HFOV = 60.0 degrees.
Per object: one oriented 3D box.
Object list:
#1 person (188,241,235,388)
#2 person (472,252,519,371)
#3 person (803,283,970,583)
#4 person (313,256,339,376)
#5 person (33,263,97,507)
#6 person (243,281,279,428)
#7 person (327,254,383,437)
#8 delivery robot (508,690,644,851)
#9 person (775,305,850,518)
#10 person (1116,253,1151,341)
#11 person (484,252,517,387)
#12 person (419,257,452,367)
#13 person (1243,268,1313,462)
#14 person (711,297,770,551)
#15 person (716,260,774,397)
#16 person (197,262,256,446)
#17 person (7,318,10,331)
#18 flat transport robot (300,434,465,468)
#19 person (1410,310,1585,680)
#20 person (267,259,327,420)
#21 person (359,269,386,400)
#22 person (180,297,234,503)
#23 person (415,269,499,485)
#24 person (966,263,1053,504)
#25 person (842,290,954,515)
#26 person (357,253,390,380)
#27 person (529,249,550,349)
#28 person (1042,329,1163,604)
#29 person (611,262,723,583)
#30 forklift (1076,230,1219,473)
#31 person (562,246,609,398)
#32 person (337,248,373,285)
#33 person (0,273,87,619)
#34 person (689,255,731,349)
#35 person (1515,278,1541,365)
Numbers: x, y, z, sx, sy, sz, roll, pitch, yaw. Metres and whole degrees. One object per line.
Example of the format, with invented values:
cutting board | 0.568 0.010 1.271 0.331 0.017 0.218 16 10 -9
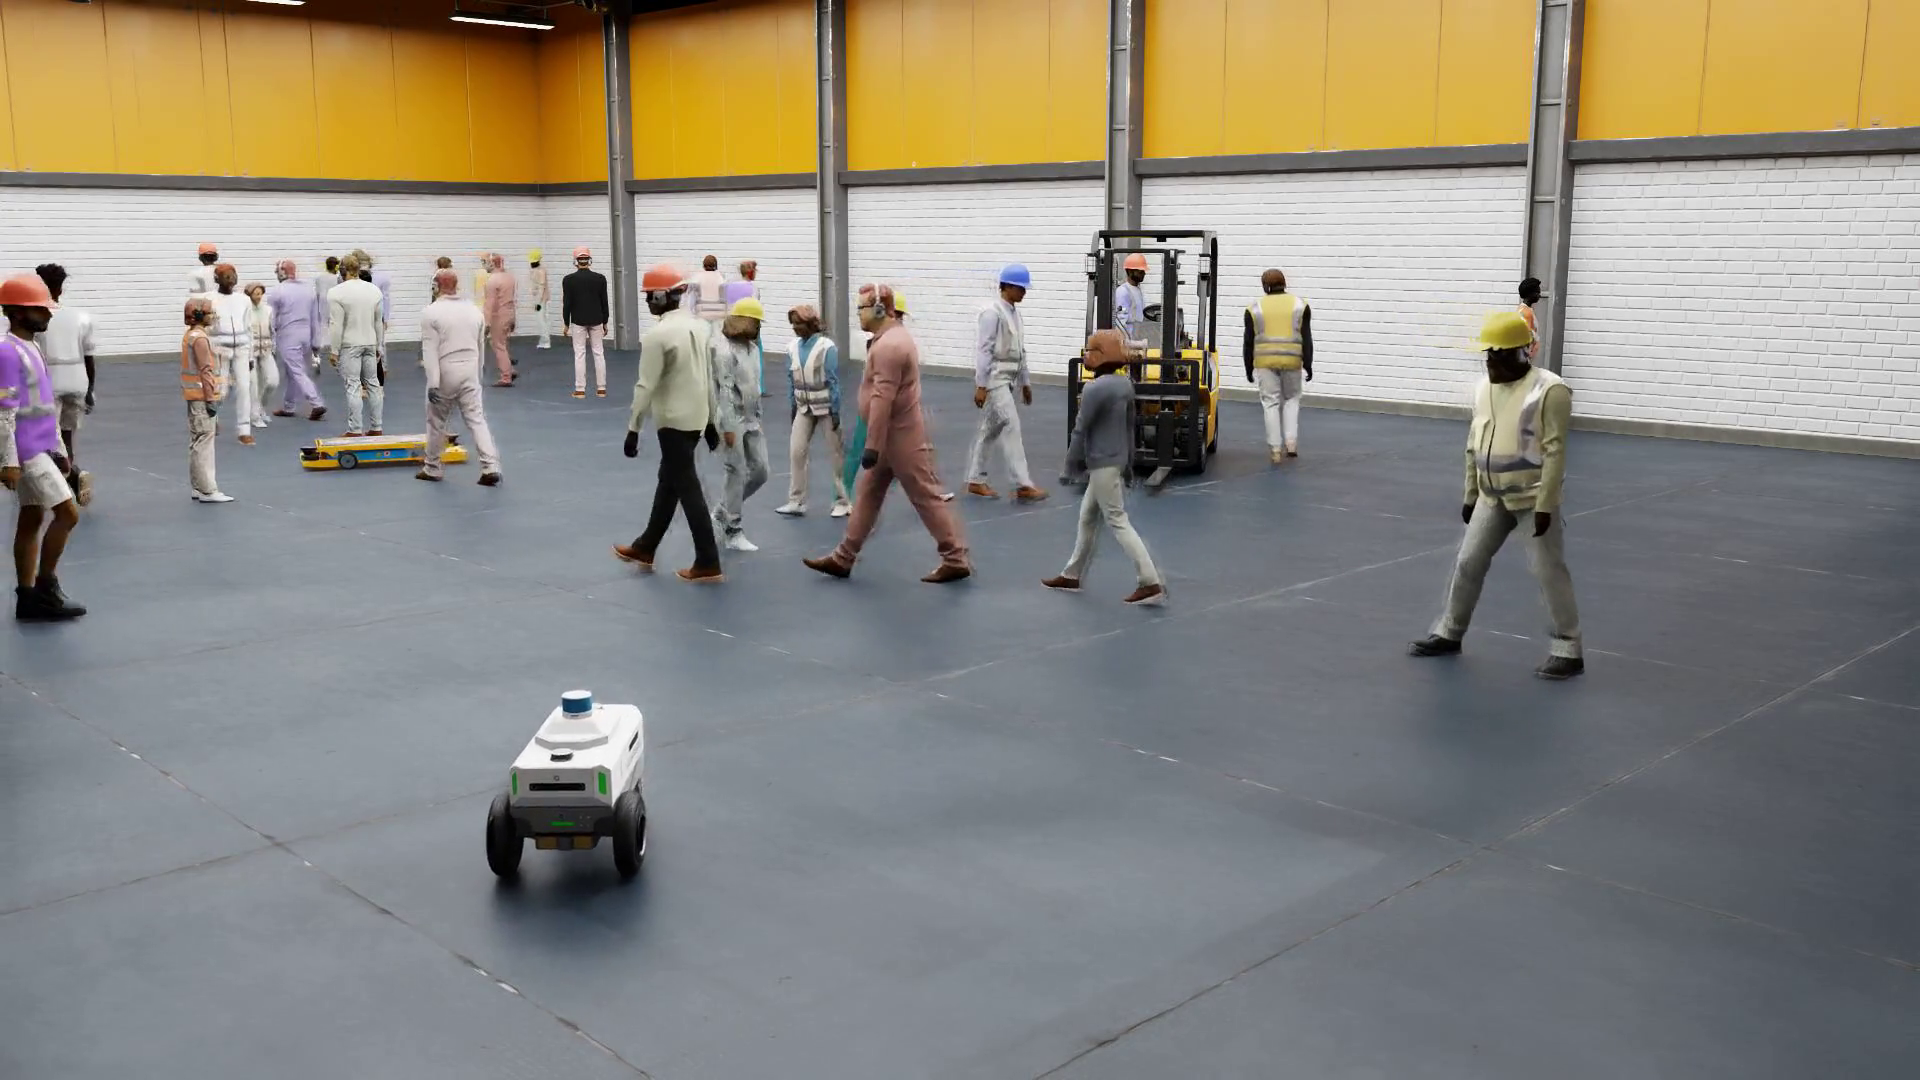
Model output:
person | -10.436 -3.131 23.211 0.376 2.042 0.615 10 14 43
person | -7.406 -3.606 26.266 0.555 1.866 0.974 9 14 40
person | -0.421 -0.643 10.199 1.028 1.845 0.644 -1 10 -4
person | -9.648 -3.419 25.382 0.553 1.827 0.928 2 11 9
person | -6.976 -1.181 12.920 0.808 1.931 0.612 8 13 36
person | -7.811 -2.052 18.465 0.369 1.624 0.512 9 14 39
person | -6.265 -1.986 17.255 0.372 1.939 0.631 7 12 33
delivery robot | -1.317 0.763 5.757 0.477 0.478 0.707 0 11 -1
person | -1.109 -0.956 12.539 0.516 1.609 0.565 7 13 35
person | 1.924 -2.207 18.459 0.375 1.935 0.550 5 12 27
person | -6.498 -3.089 23.405 0.458 1.887 0.683 2 11 12
person | -8.330 -3.667 26.836 0.998 1.795 0.520 -9 14 -42
person | 3.000 -1.653 15.762 0.649 1.819 0.554 2 11 9
person | -1.518 -0.791 11.345 0.418 1.723 0.508 5 12 25
person | -2.834 -2.755 21.778 0.576 1.820 0.759 9 14 41
person | -7.496 -1.902 16.999 0.717 1.866 0.585 10 14 43
person | -9.538 -1.819 17.239 0.503 1.613 0.621 -7 12 -33
flat transport robot | -5.414 -0.845 15.580 1.431 0.197 0.652 -4 11 -22
person | 2.665 -0.234 8.169 0.522 1.783 0.742 -6 12 -28
person | -7.712 -2.320 19.313 0.971 1.867 0.629 4 11 23
person | -7.676 -2.646 21.515 0.533 1.695 0.319 3 11 16
person | -6.067 -1.119 13.338 0.313 1.639 0.517 -7 12 -34
person | -4.327 -1.390 14.261 0.999 1.859 0.662 8 13 39
person | 0.438 -1.240 13.275 0.913 1.900 0.623 4 11 22
person | -0.526 -1.021 12.602 0.937 1.704 0.555 2 11 13
person | -8.605 -3.234 24.216 0.625 1.896 1.022 -2 11 -11
person | -7.949 -4.533 31.330 0.387 1.877 0.738 -5 12 -27
person | 0.858 -0.434 9.727 0.846 1.594 0.499 6 12 29
person | -1.867 -0.717 10.267 0.966 1.951 0.640 4 11 20
forklift | 1.804 -1.825 15.677 1.214 2.155 2.313 2 11 13
person | -4.920 -2.857 21.872 0.609 1.986 0.391 -5 12 -27
person | -8.794 -3.306 24.449 0.636 1.938 0.369 0 10 2
person | -5.062 -0.500 9.195 0.530 1.919 0.576 -3 11 -17
person | -3.676 -3.292 24.643 0.627 1.844 0.429 0 10 -2
person | 5.950 -1.919 17.566 0.318 1.694 0.532 4 11 19
